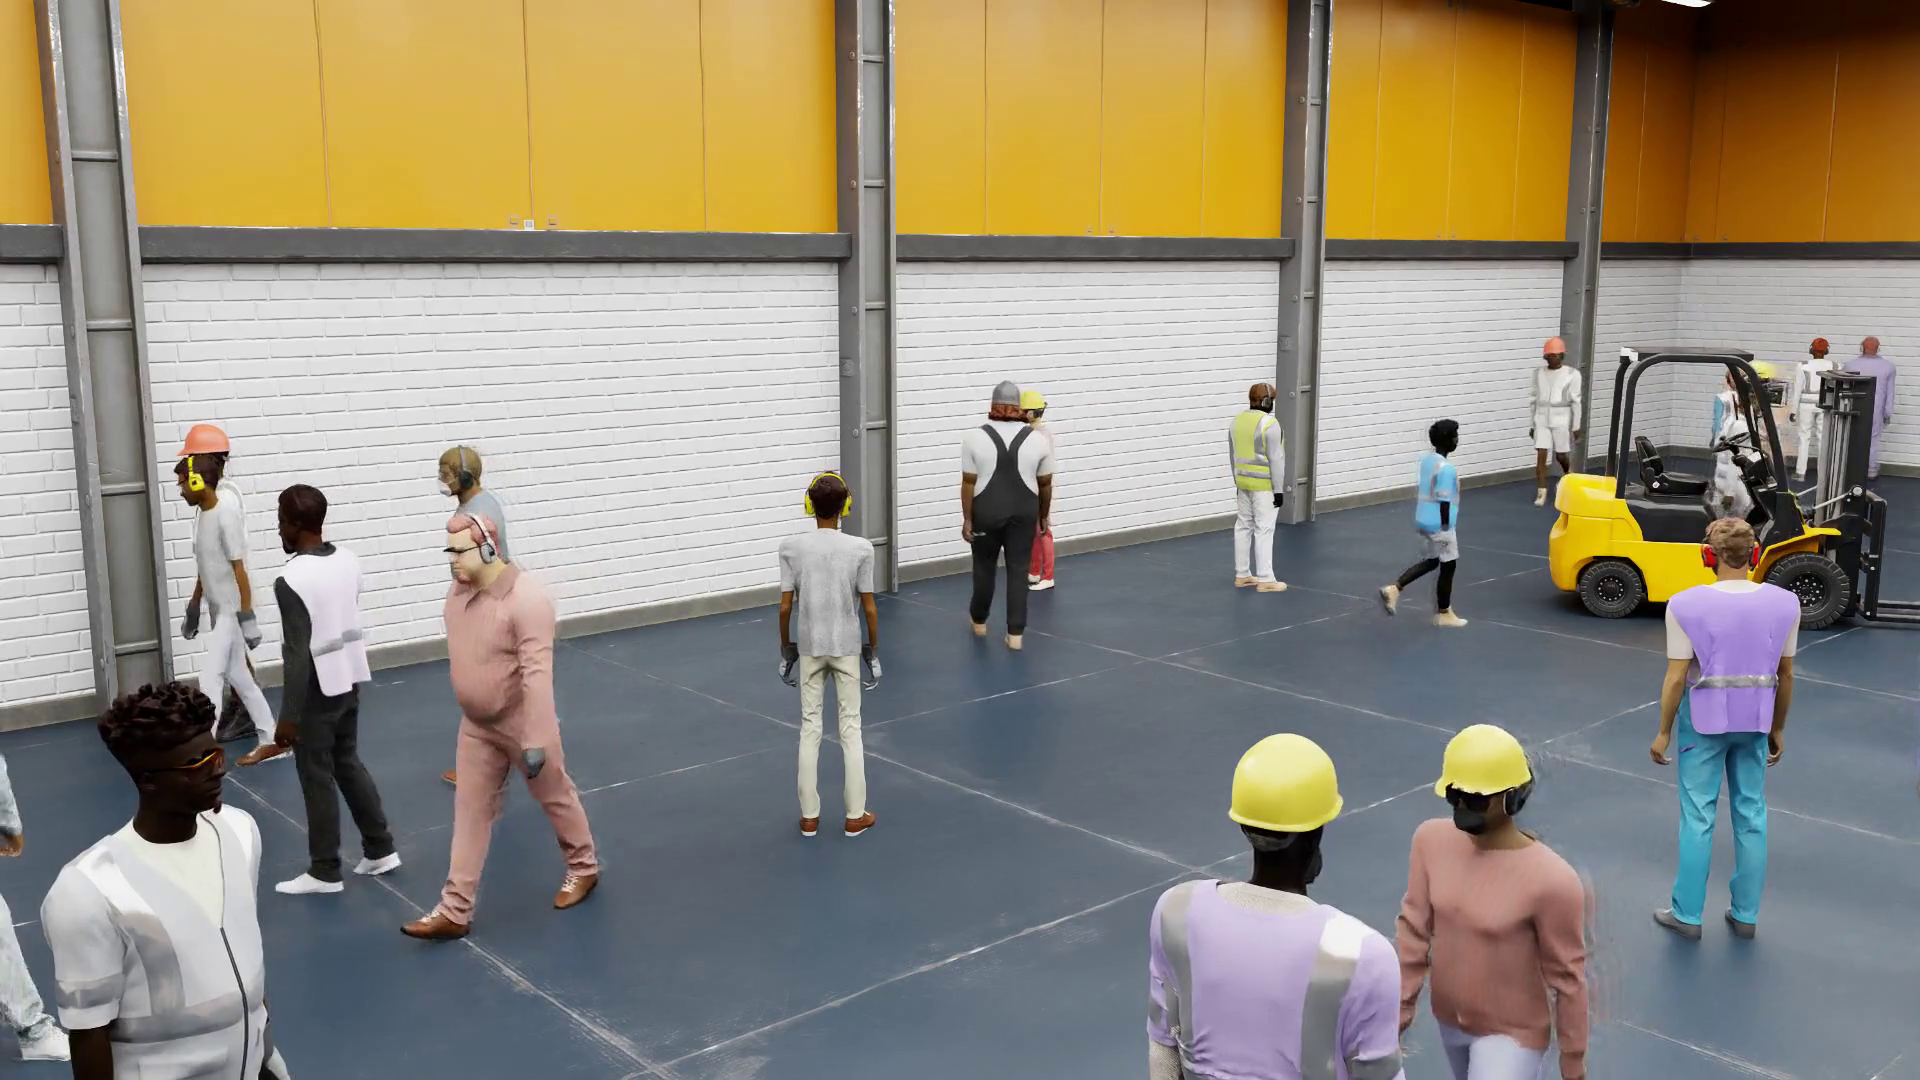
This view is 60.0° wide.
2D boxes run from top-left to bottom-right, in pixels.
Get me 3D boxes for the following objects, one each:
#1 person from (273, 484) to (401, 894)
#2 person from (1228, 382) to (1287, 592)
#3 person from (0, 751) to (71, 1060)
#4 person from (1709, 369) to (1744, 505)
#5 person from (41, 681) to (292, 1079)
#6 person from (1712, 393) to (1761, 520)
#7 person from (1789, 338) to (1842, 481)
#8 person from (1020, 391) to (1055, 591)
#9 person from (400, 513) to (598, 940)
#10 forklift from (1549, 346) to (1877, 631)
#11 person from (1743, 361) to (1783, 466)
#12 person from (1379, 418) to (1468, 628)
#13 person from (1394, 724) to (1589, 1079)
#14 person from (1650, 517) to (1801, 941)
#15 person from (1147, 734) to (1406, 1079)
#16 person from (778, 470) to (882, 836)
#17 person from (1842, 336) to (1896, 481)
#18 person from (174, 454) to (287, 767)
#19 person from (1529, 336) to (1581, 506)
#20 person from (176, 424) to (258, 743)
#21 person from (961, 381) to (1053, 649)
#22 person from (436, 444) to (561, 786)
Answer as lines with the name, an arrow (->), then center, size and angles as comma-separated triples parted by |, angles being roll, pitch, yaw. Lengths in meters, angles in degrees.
person -> -2.940, 0.694, 7.681 | 0.393, 1.928, 0.601 | 1, 10, 7
person -> 2.641, -0.466, 14.662 | 0.429, 1.842, 0.626 | -6, 11, -31
person -> -3.693, 1.078, 6.038 | 0.922, 1.697, 0.497 | 0, 10, -2
person -> 9.027, -1.184, 19.436 | 0.513, 1.642, 0.313 | -1, 10, -4
person -> -1.844, 1.295, 3.976 | 0.362, 1.966, 0.611 | 3, 10, 15
person -> 6.890, -0.506, 14.921 | 1.008, 1.841, 0.594 | 3, 10, 15
person -> 11.174, -1.700, 21.752 | 0.587, 1.882, 0.342 | 2, 10, 9
person -> 0.645, -0.435, 14.692 | 0.326, 1.767, 0.533 | -4, 11, -23
person -> -2.007, 0.796, 7.281 | 0.684, 1.851, 1.007 | 6, 11, 32
forklift -> 6.109, -0.478, 13.691 | 2.313, 2.155, 1.214 | 3, 10, 16
person -> 7.943, -0.812, 16.446 | 0.535, 1.916, 0.628 | 1, 10, 4
person -> 3.711, -0.128, 13.140 | 0.614, 1.676, 0.538 | -1, 10, -6
person -> 1.470, 1.322, 4.573 | 0.937, 1.709, 0.511 | -6, 11, -31
person -> 3.272, 0.820, 7.132 | 0.563, 1.837, 0.389 | 0, 10, 0
person -> 0.690, 1.366, 3.664 | 0.588, 1.930, 0.359 | 7, 12, 34
person -> -0.660, 0.577, 8.447 | 0.531, 1.876, 0.317 | 1, 10, 4
person -> 11.868, -1.719, 21.802 | 0.650, 1.906, 0.402 | 4, 10, 20
person -> -4.250, 0.434, 9.430 | 0.796, 1.821, 0.586 | -7, 12, -35
person -> 7.097, -1.424, 19.799 | 0.623, 2.018, 0.844 | 7, 12, 35
person -> -4.506, 0.261, 10.115 | 0.359, 1.938, 0.547 | -6, 11, -30
person -> 0.340, -0.229, 12.682 | 0.701, 2.000, 0.831 | -1, 10, -5
person -> -2.602, 0.416, 9.251 | 0.562, 1.922, 0.646 | -3, 10, -15
